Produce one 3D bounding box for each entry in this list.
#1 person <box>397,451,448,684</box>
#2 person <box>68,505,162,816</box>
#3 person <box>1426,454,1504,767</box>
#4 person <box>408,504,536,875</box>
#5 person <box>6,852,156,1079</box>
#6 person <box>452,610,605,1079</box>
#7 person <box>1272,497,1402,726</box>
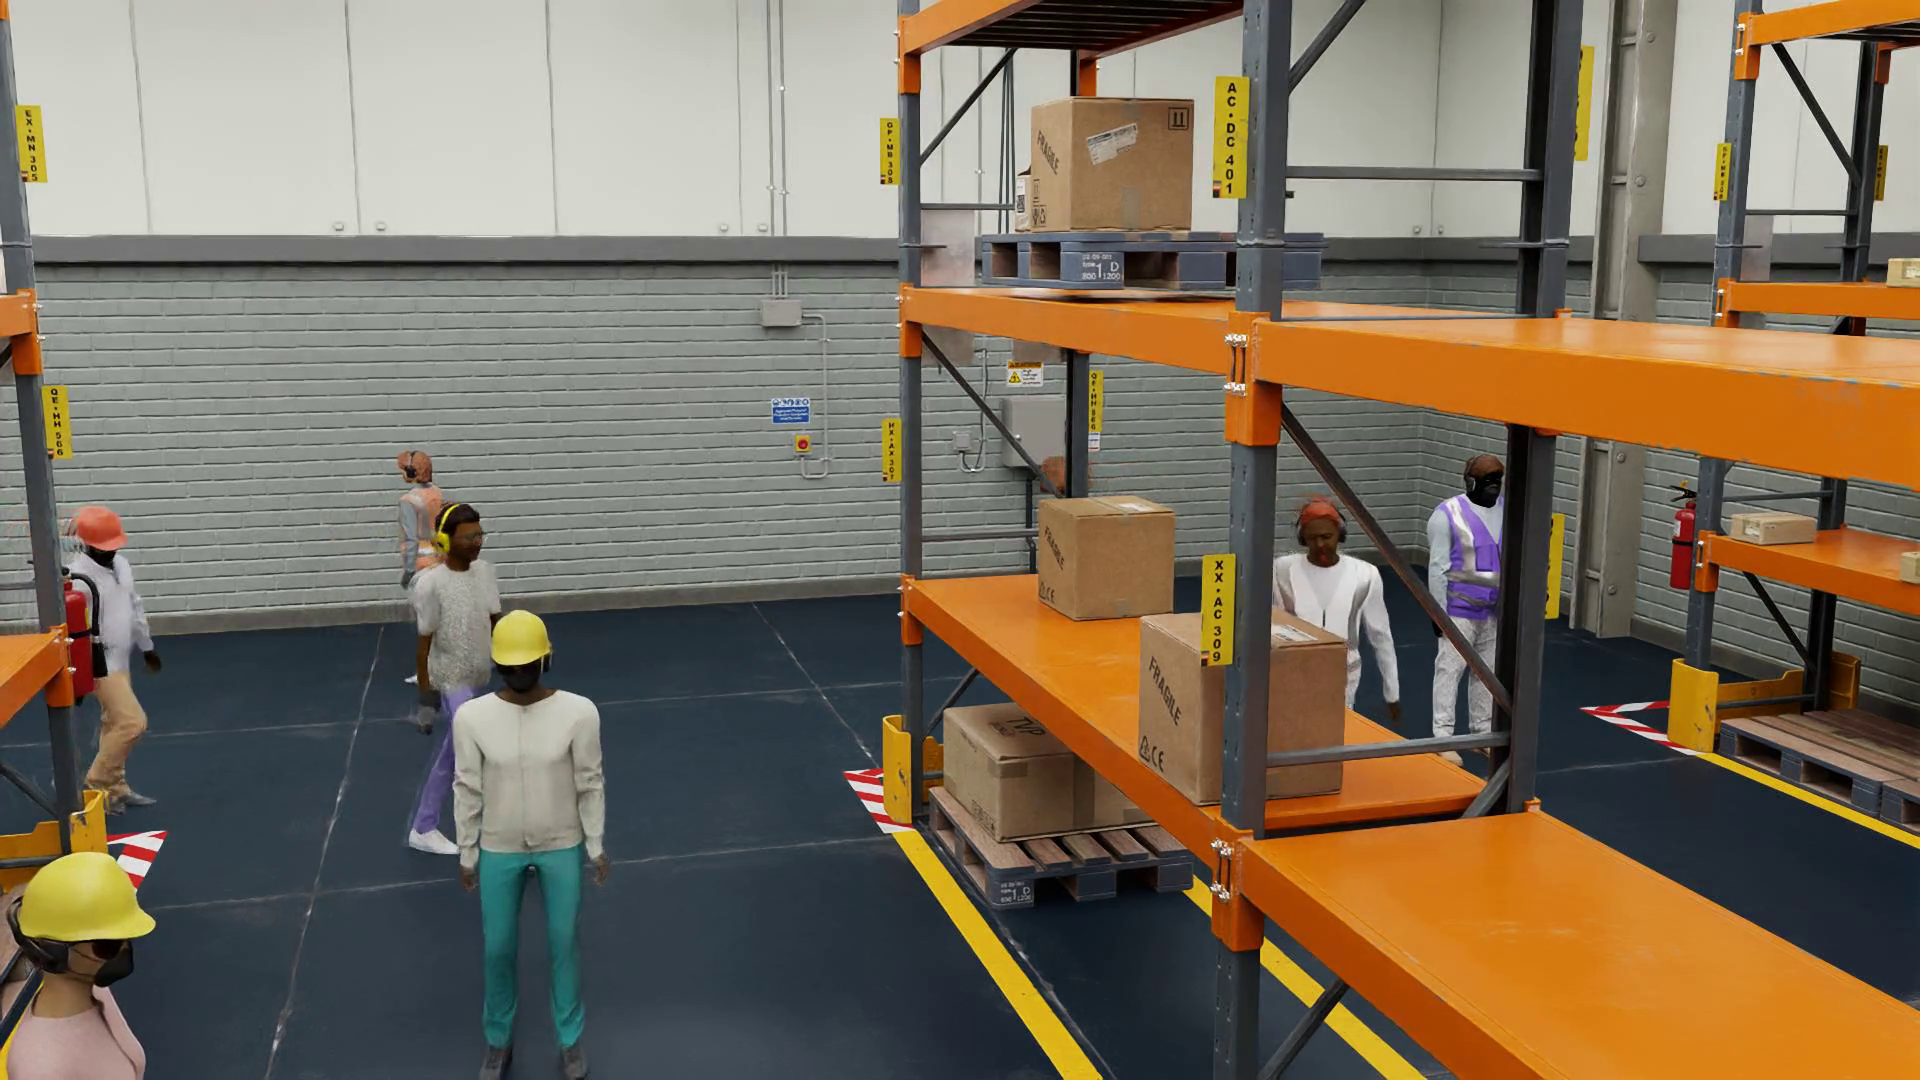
[{"bbox_3d":[-3.750,0.188,11.638,0.315,1.641,0.514,1,10,7],"label":"person"},{"bbox_3d":[-4.501,0.646,8.843,0.391,1.709,0.646,-1,10,-8],"label":"person"},{"bbox_3d":[3.049,0.410,9.806,0.624,1.844,0.429,-4,11,-20],"label":"person"},{"bbox_3d":[-2.382,0.716,8.131,0.975,1.821,0.540,4,11,21],"label":"person"},{"bbox_3d":[-1.876,1.531,3.636,0.325,1.765,0.533,-3,11,-19],"label":"person"},{"bbox_3d":[-1.552,1.113,6.018,0.533,1.767,0.327,-2,10,-11],"label":"person"},{"bbox_3d":[1.760,0.718,7.971,0.726,1.860,0.663,0,10,3],"label":"person"}]
